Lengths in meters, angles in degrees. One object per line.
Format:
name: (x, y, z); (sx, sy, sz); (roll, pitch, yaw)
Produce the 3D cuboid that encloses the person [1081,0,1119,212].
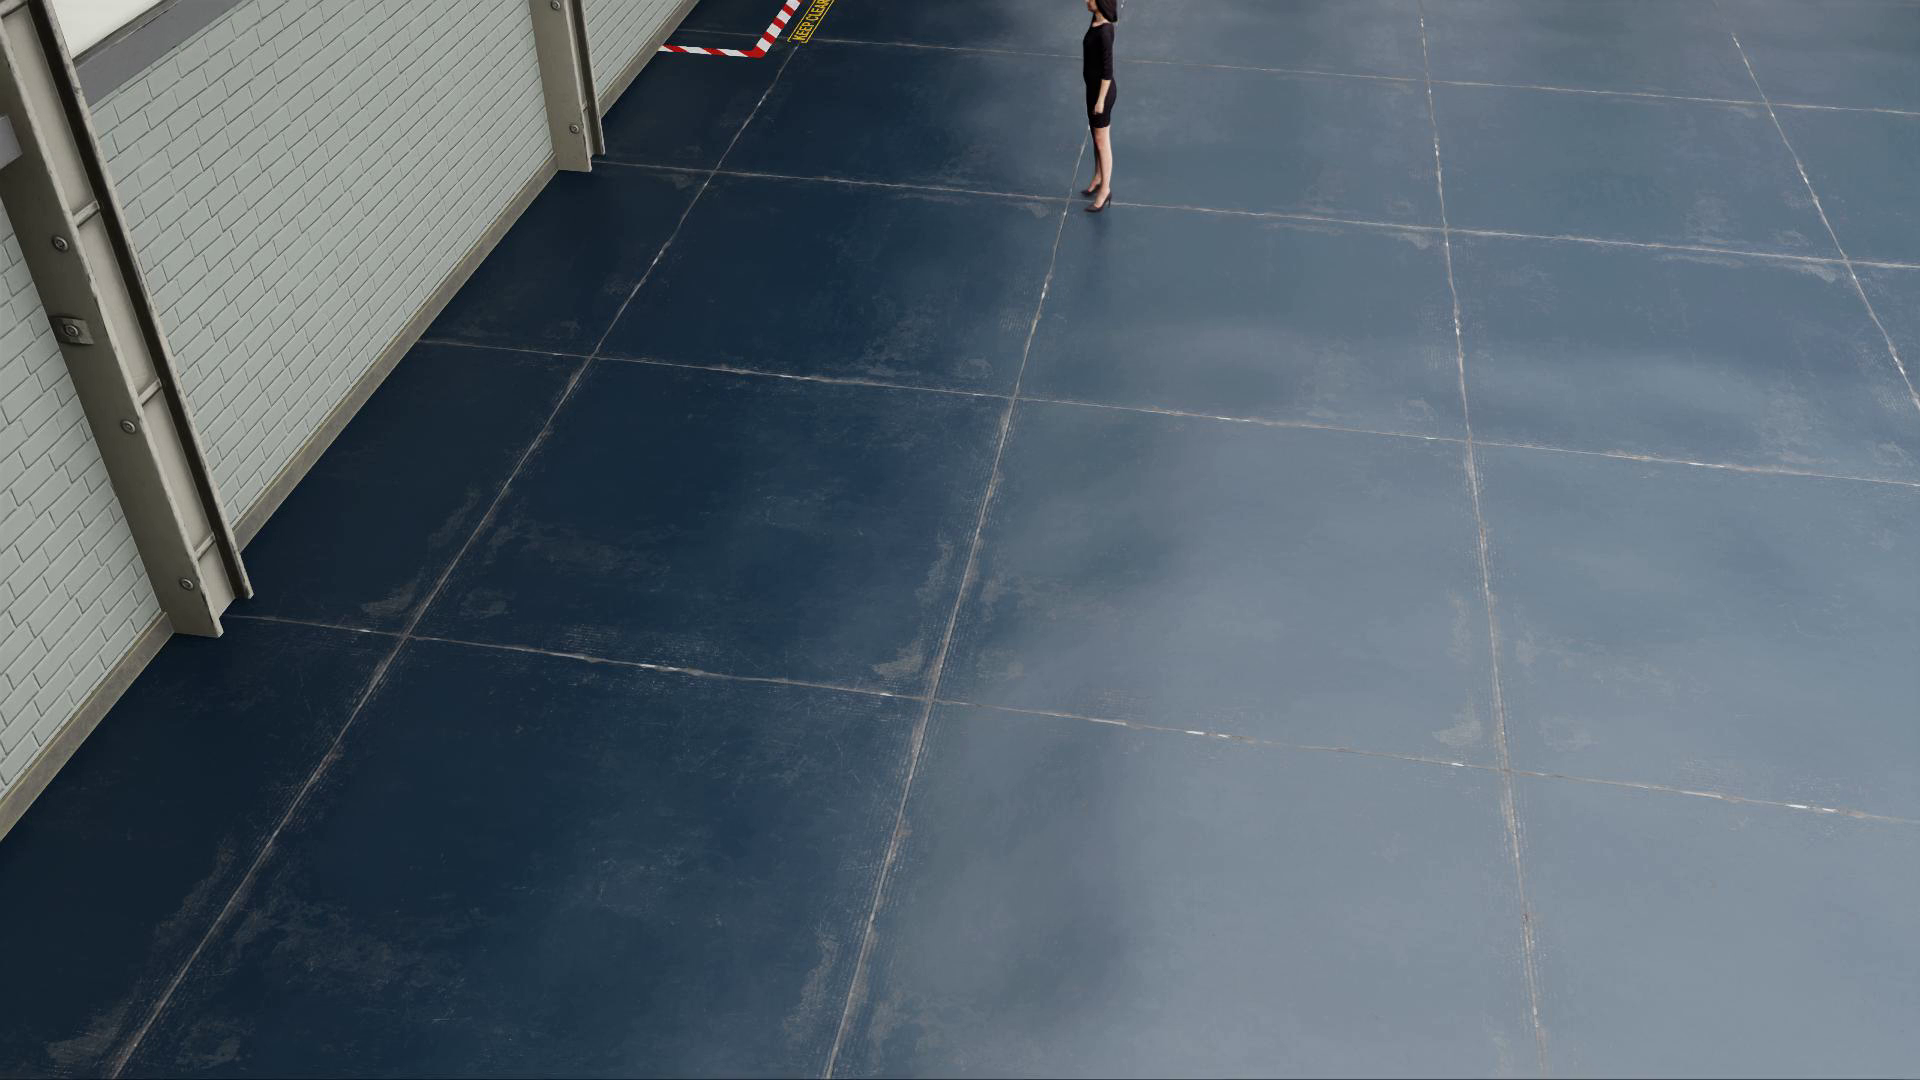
person: (1.089, -3.453, 12.961); (0.686, 1.804, 0.499); (-1, 38, -1)
